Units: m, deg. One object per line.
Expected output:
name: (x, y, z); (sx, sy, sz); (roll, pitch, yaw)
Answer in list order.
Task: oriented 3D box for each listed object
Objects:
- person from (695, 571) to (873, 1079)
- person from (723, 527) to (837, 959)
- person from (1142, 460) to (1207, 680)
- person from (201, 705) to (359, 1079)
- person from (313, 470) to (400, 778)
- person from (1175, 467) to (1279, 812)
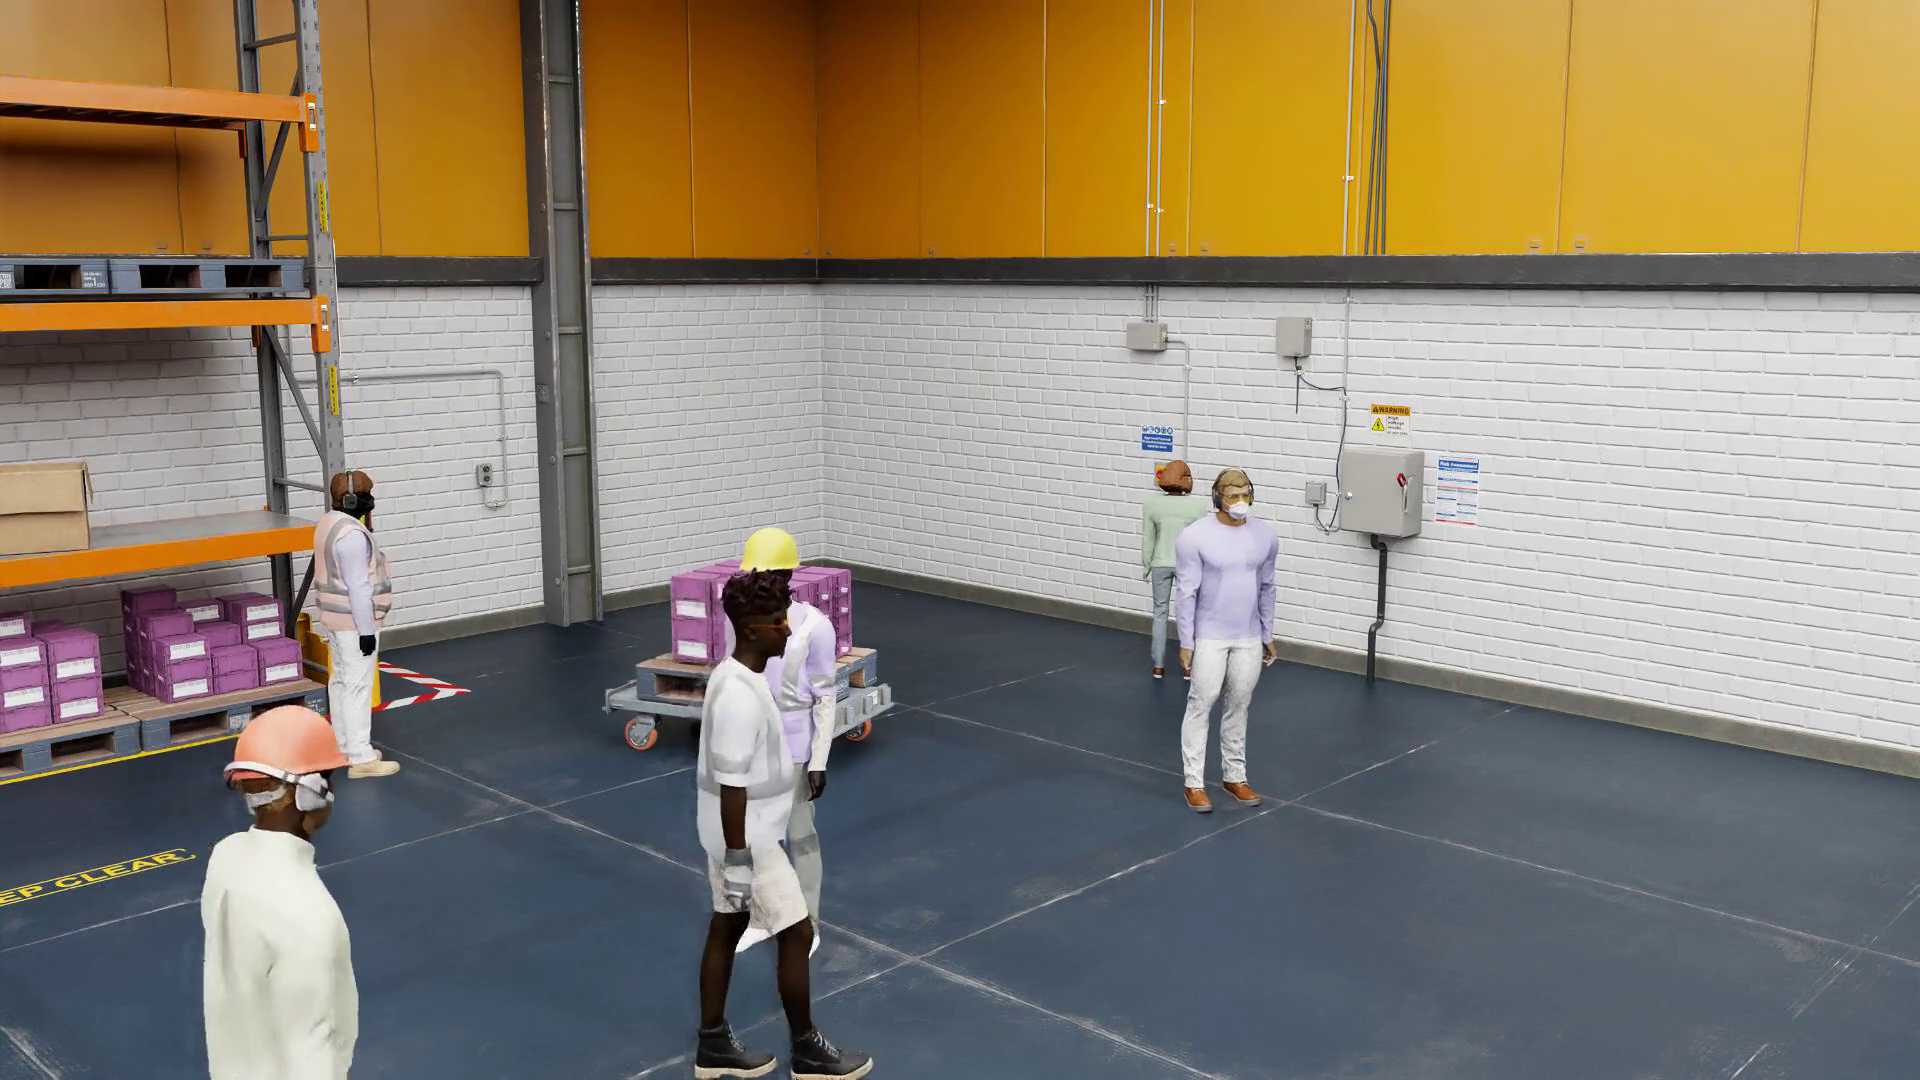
person: (-0.645, 1.069, 6.151); (0.790, 1.940, 0.634); (-2, 9, -10)
person: (-0.810, 0.896, 7.272); (0.587, 1.930, 0.359); (5, 11, 29)
person: (1.592, 0.220, 12.322); (0.498, 1.633, 0.284); (3, 10, 20)
person: (-1.758, 1.396, 4.142); (0.613, 1.960, 0.889); (9, 13, 44)
person: (-3.628, 0.495, 9.996); (0.429, 1.842, 0.629); (-6, 11, -34)
person: (1.504, 0.551, 9.357); (0.628, 1.939, 0.375); (-3, 10, -19)
